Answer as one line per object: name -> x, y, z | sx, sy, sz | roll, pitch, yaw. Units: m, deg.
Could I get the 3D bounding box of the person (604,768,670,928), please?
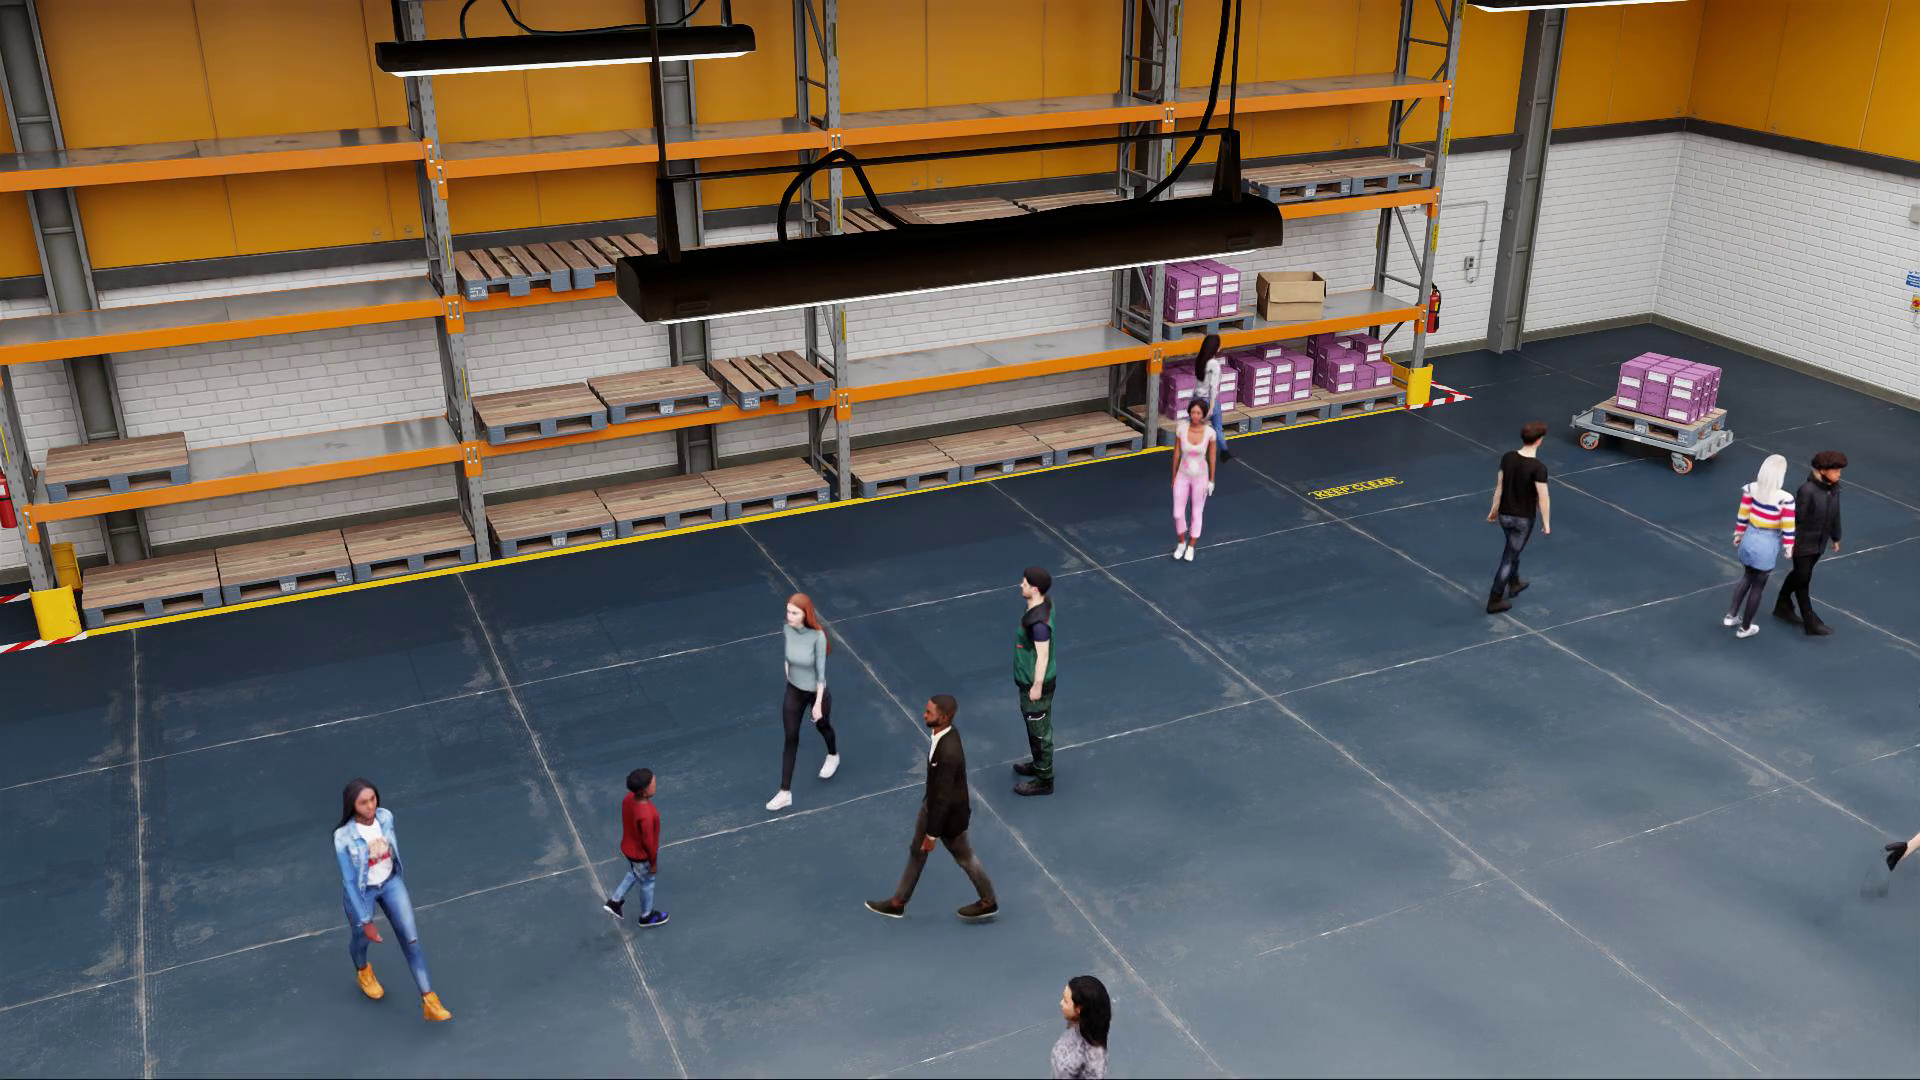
person -> -2.228, 2.118, 11.290 | 0.687, 1.244, 0.588 | -18, 30, -36

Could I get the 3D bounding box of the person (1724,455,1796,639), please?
person -> 7.318, 0.076, 15.266 | 0.597, 1.801, 0.685 | -15, 28, -31

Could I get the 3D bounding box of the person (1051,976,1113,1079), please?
person -> 0.689, 3.018, 8.663 | 1.151, 1.698, 0.744 | -8, 25, -17

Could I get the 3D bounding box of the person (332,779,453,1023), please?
person -> -3.749, 2.246, 10.469 | 1.009, 1.667, 1.187 | 18, 29, 36

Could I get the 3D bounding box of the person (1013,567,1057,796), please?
person -> 0.599, 1.073, 12.862 | 0.746, 1.899, 0.763 | 1, 24, 2

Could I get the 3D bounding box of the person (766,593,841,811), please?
person -> -1.119, 1.191, 12.850 | 1.021, 1.692, 1.211 | 13, 27, 28

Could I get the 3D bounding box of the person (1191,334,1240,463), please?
person -> 2.775, -1.573, 19.292 | 0.973, 1.597, 0.646 | -12, 26, -25

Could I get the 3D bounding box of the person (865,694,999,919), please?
person -> -0.011, 1.861, 11.247 | 1.233, 1.749, 0.890 | -4, 24, -9

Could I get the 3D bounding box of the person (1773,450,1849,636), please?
person -> 7.891, -0.023, 15.558 | 0.852, 1.748, 0.693 | -10, 26, -22

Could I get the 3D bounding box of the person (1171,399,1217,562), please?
person -> 2.381, -0.634, 16.973 | 0.700, 1.734, 0.774 | 6, 24, 12

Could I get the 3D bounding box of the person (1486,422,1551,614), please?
person -> 5.214, -0.185, 15.776 | 1.018, 1.869, 0.796 | -15, 28, -31
